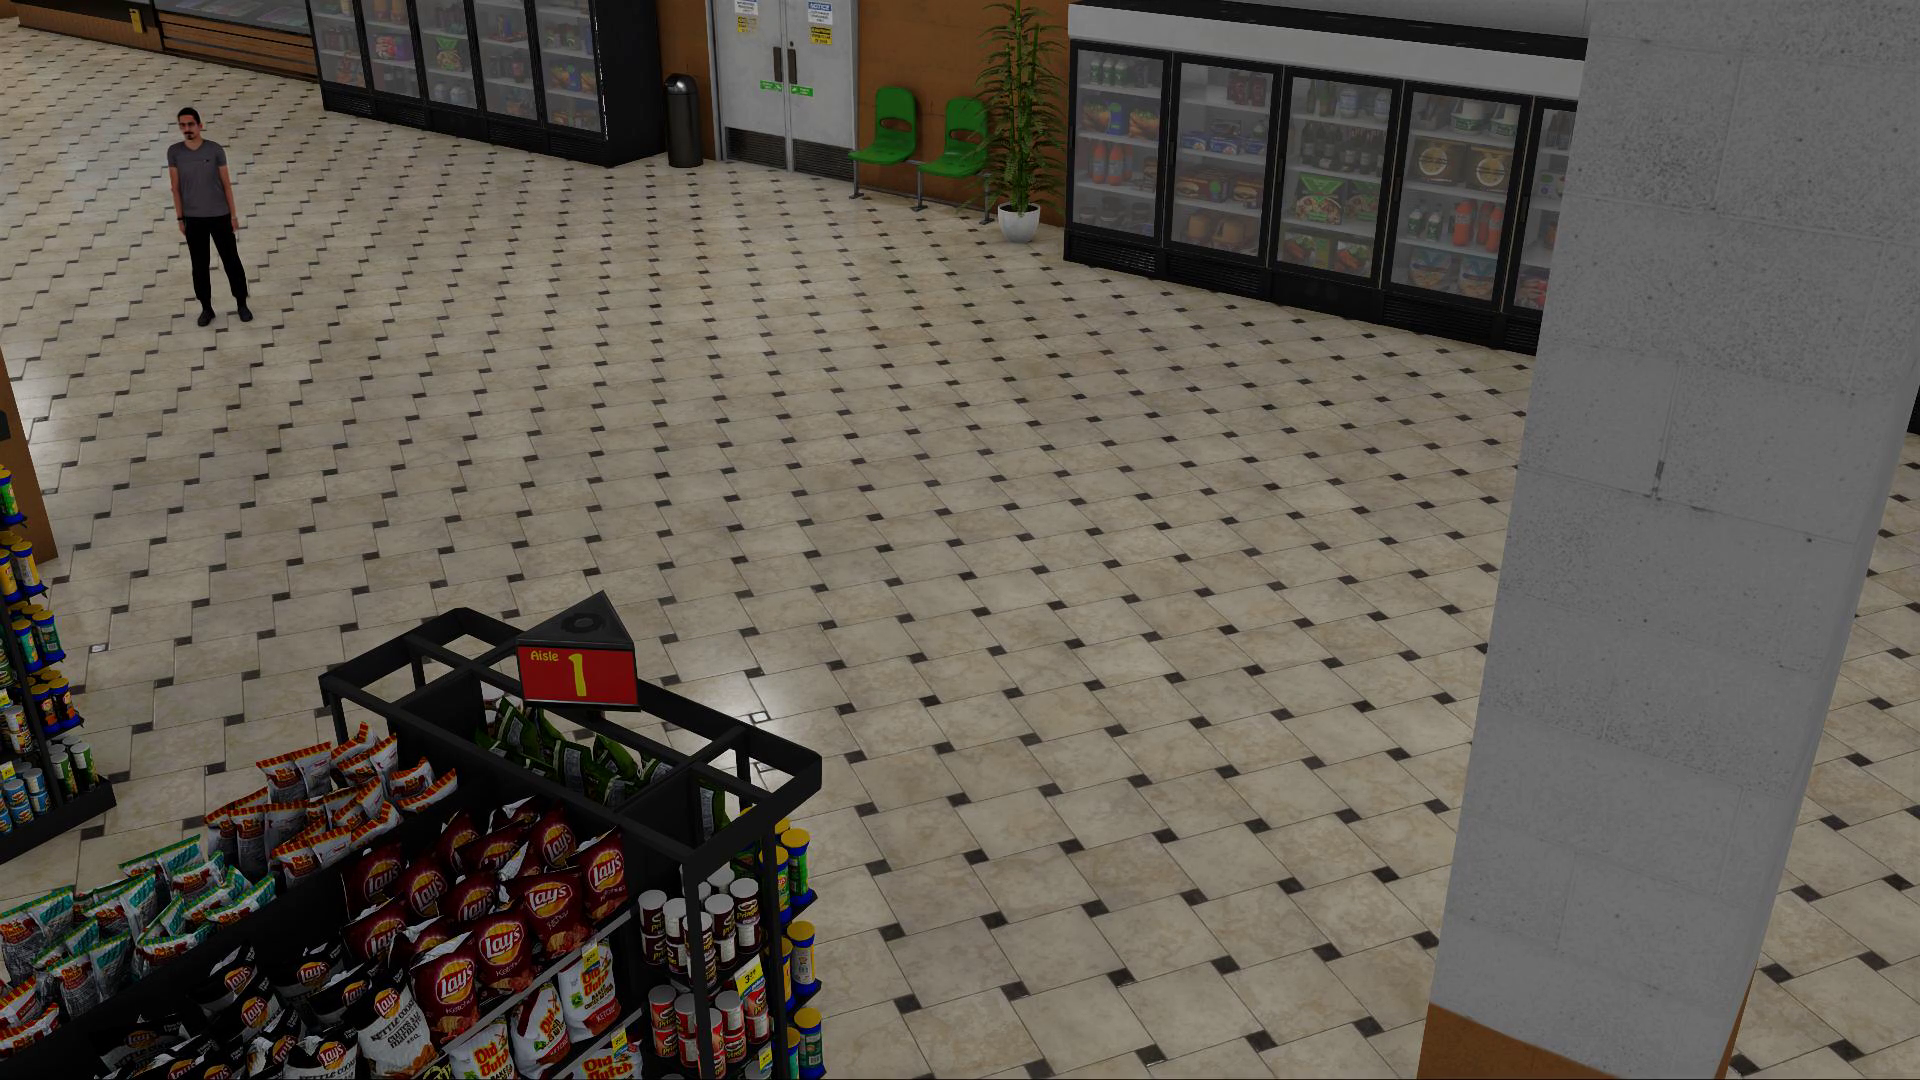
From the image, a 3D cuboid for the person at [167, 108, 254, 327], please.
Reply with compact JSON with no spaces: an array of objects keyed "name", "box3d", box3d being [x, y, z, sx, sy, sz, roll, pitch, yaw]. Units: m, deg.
[{"name":"person","box3d":[-6.171,-2.661,13.629,0.672,1.755,0.763,-9,28,-17]}]
